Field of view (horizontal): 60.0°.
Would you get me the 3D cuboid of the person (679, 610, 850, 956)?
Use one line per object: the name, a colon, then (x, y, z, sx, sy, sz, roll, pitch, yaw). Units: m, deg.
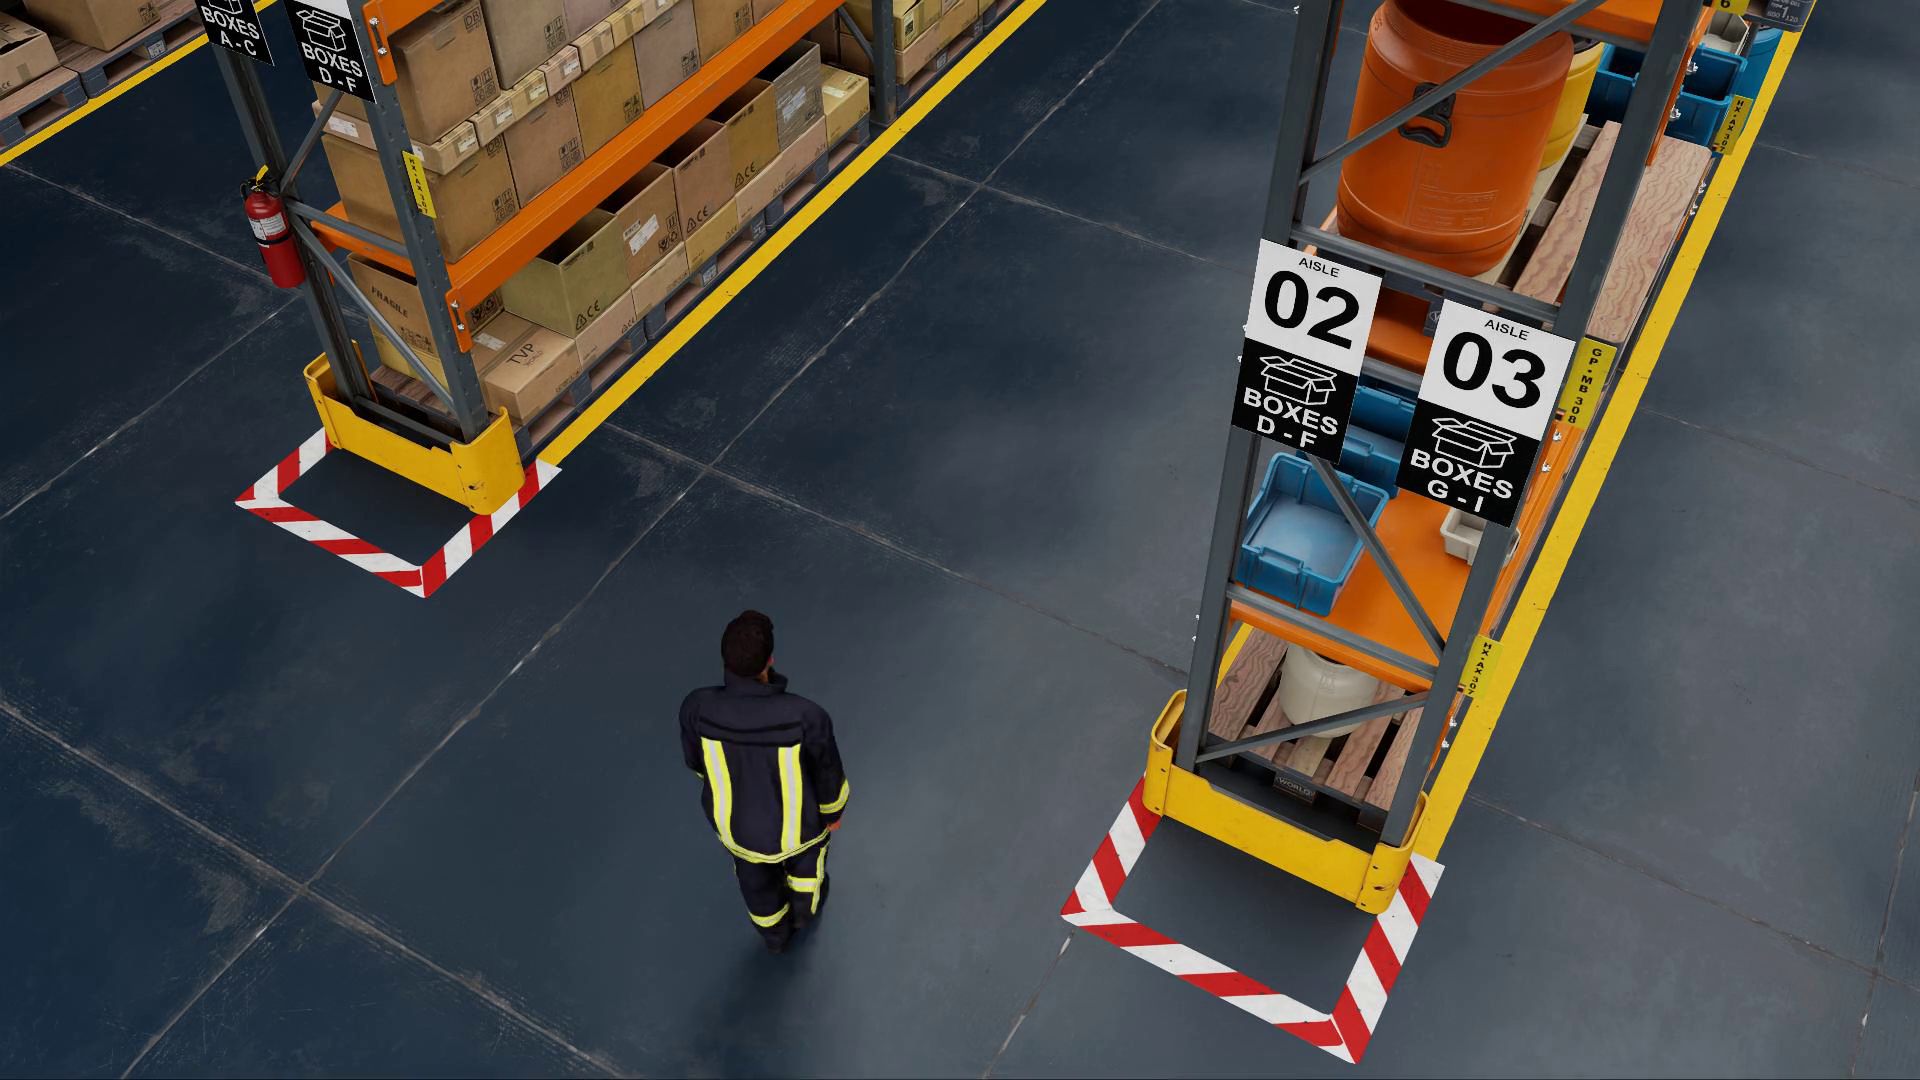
person: (-0.749, 1.050, 6.360, 0.914, 1.914, 0.874, 5, 47, 4)
